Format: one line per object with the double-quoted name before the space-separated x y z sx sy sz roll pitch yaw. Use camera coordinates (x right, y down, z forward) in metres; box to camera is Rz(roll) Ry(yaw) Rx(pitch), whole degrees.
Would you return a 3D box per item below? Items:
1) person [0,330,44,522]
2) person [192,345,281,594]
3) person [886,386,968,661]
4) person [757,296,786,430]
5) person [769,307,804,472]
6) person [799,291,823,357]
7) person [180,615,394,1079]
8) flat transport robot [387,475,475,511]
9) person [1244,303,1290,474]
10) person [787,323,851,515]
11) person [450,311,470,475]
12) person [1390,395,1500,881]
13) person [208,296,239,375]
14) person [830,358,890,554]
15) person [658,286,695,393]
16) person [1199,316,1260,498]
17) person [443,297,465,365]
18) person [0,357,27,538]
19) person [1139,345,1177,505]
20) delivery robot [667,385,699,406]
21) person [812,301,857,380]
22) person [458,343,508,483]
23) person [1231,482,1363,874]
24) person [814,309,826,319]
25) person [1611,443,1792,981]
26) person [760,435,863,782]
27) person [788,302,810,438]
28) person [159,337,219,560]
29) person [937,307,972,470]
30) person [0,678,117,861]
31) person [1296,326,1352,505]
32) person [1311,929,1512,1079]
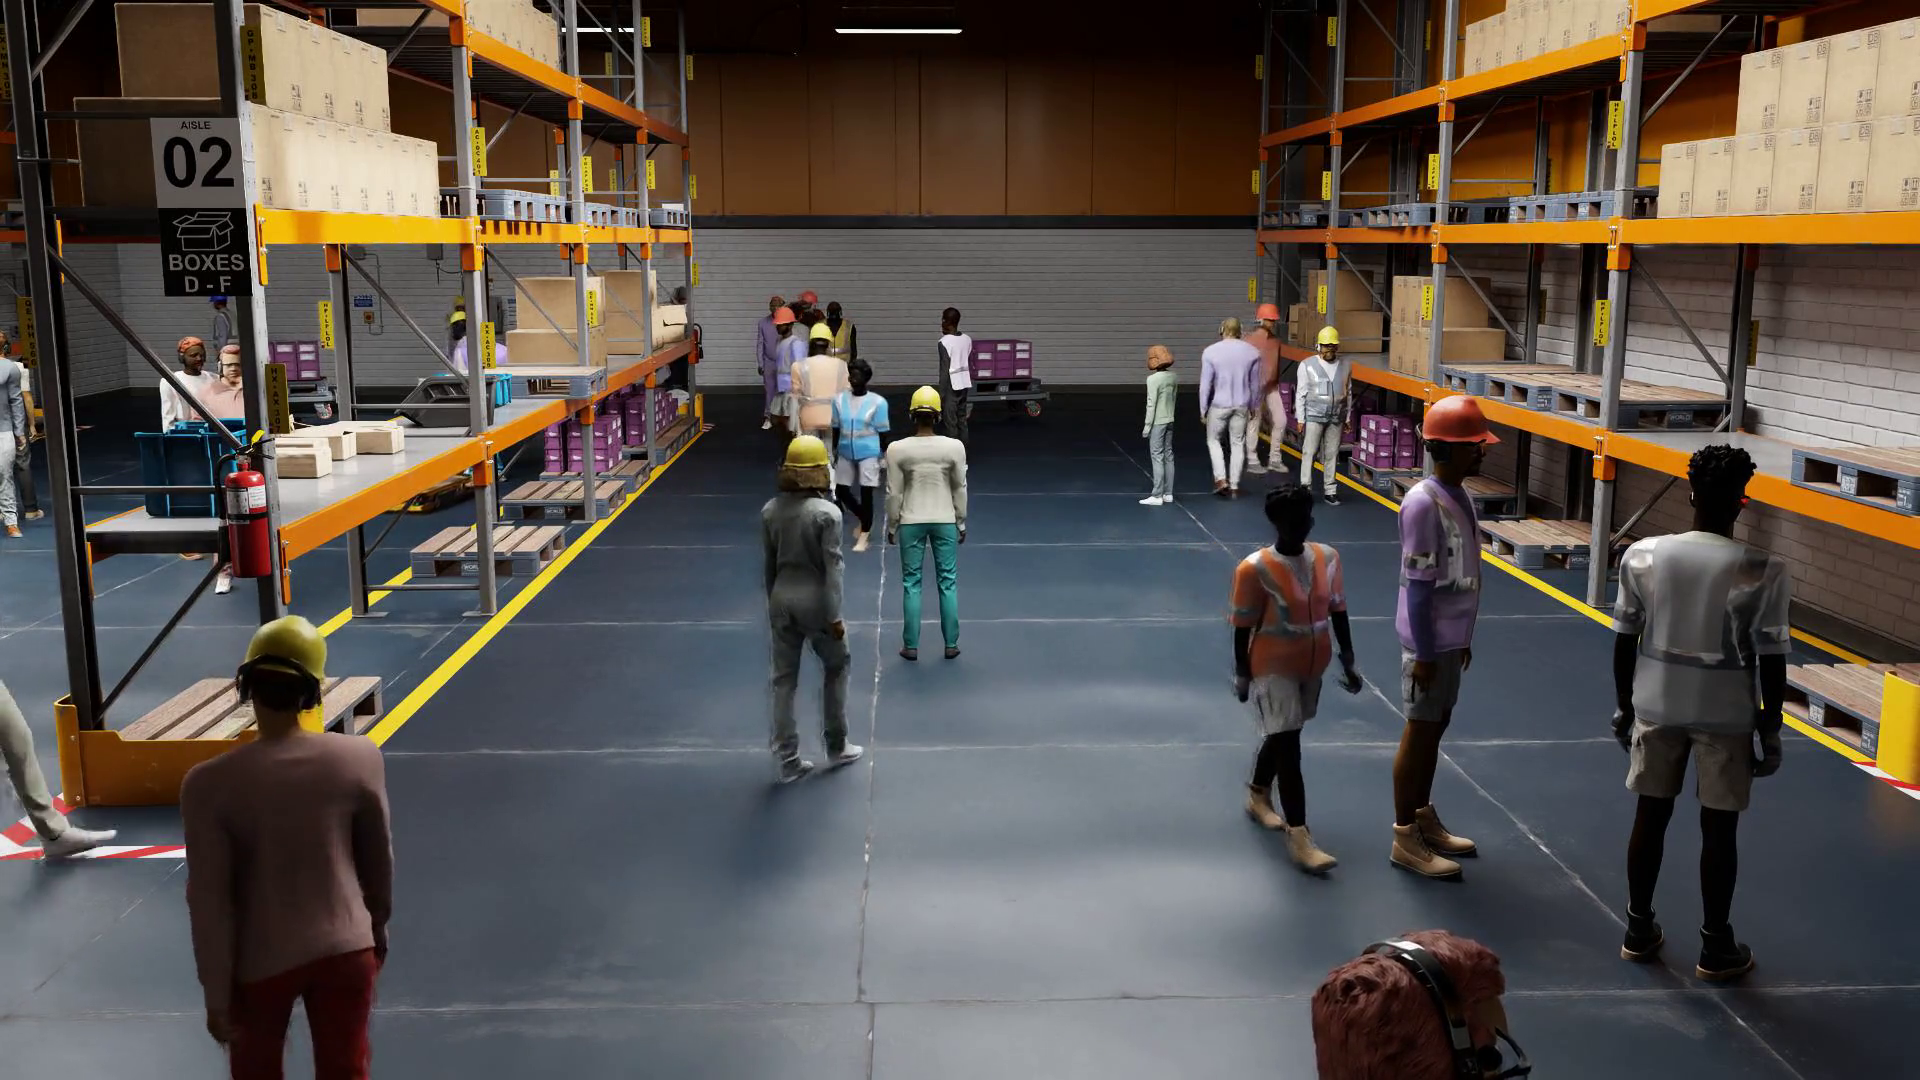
"person" -9.152 -1.091 15.971 0.505 1.847 0.346 -3 11 -16
"person" -5.512 -0.542 12.749 0.652 1.904 0.402 -5 12 -28
"person" -0.213 -0.103 10.681 0.524 1.769 0.316 -1 10 -5
"person" -2.588 -2.518 23.752 0.643 1.908 0.399 1 10 6
"person" -2.042 -1.761 19.464 0.401 1.925 0.603 -7 12 -33
"person" -2.167 -2.589 23.965 0.636 1.972 0.471 7 12 33
"person" -1.693 1.068 4.271 0.540 1.723 0.703 -8 13 -36
"flat transport robot" -5.525 -0.494 17.028 0.652 0.197 1.431 1 10 6
"person" 3.562 -1.731 19.173 0.629 1.976 0.621 -7 12 -34
"person" -1.349 -1.125 15.992 0.596 1.904 0.492 -4 11 -23
"person" -5.710 -1.706 19.335 0.375 1.875 0.711 -3 11 -15
"person" 2.059 0.404 7.086 0.376 2.045 0.605 6 12 30
"person" -11.443 -2.926 25.958 0.557 1.941 0.640 -1 10 -8
"person" -0.859 -0.738 14.423 0.548 1.686 0.449 4 11 21
"person" -4.426 -2.978 25.939 0.690 2.000 0.692 3 11 15
"person" 2.820 -1.386 17.416 0.675 1.908 0.418 -1 10 -7
"person" -8.161 -3.094 27.320 0.605 1.780 0.951 -3 11 -16
"person" -8.770 -0.962 14.988 0.635 1.937 0.355 -6 12 -32
"person" 2.042 -1.174 17.022 0.289 1.633 0.498 8 13 37
"delivery robot" -4.199 -2.061 24.708 0.477 0.478 0.707 8 13 38
"person" -1.782 -2.471 23.673 0.634 1.839 0.429 -1 10 -3
"person" -5.293 -1.551 18.553 0.564 1.838 0.390 -6 12 -29
"person" 1.465 0.563 7.298 0.538 1.653 0.842 -5 12 -28
"person" -2.230 -2.799 26.072 0.285 1.633 0.497 -4 11 -23
"person" 2.698 0.622 6.089 0.613 1.963 0.361 9 13 41
"person" -0.734 0.324 8.399 0.512 1.716 0.684 5 11 27
"person" -2.233 -2.330 22.855 0.346 1.858 0.515 7 12 35
"person" -6.481 -0.781 14.140 0.354 1.881 0.576 6 12 29
"person" -0.074 -1.748 19.424 0.392 1.920 0.588 6 12 31
"person" -4.091 0.527 6.988 0.914 1.826 0.557 -1 10 -7
"person" 3.711 -1.253 16.909 0.599 1.830 0.403 -2 10 -10
"person" 0.515 1.385 2.008 0.409 1.909 0.641 -6 12 -30
